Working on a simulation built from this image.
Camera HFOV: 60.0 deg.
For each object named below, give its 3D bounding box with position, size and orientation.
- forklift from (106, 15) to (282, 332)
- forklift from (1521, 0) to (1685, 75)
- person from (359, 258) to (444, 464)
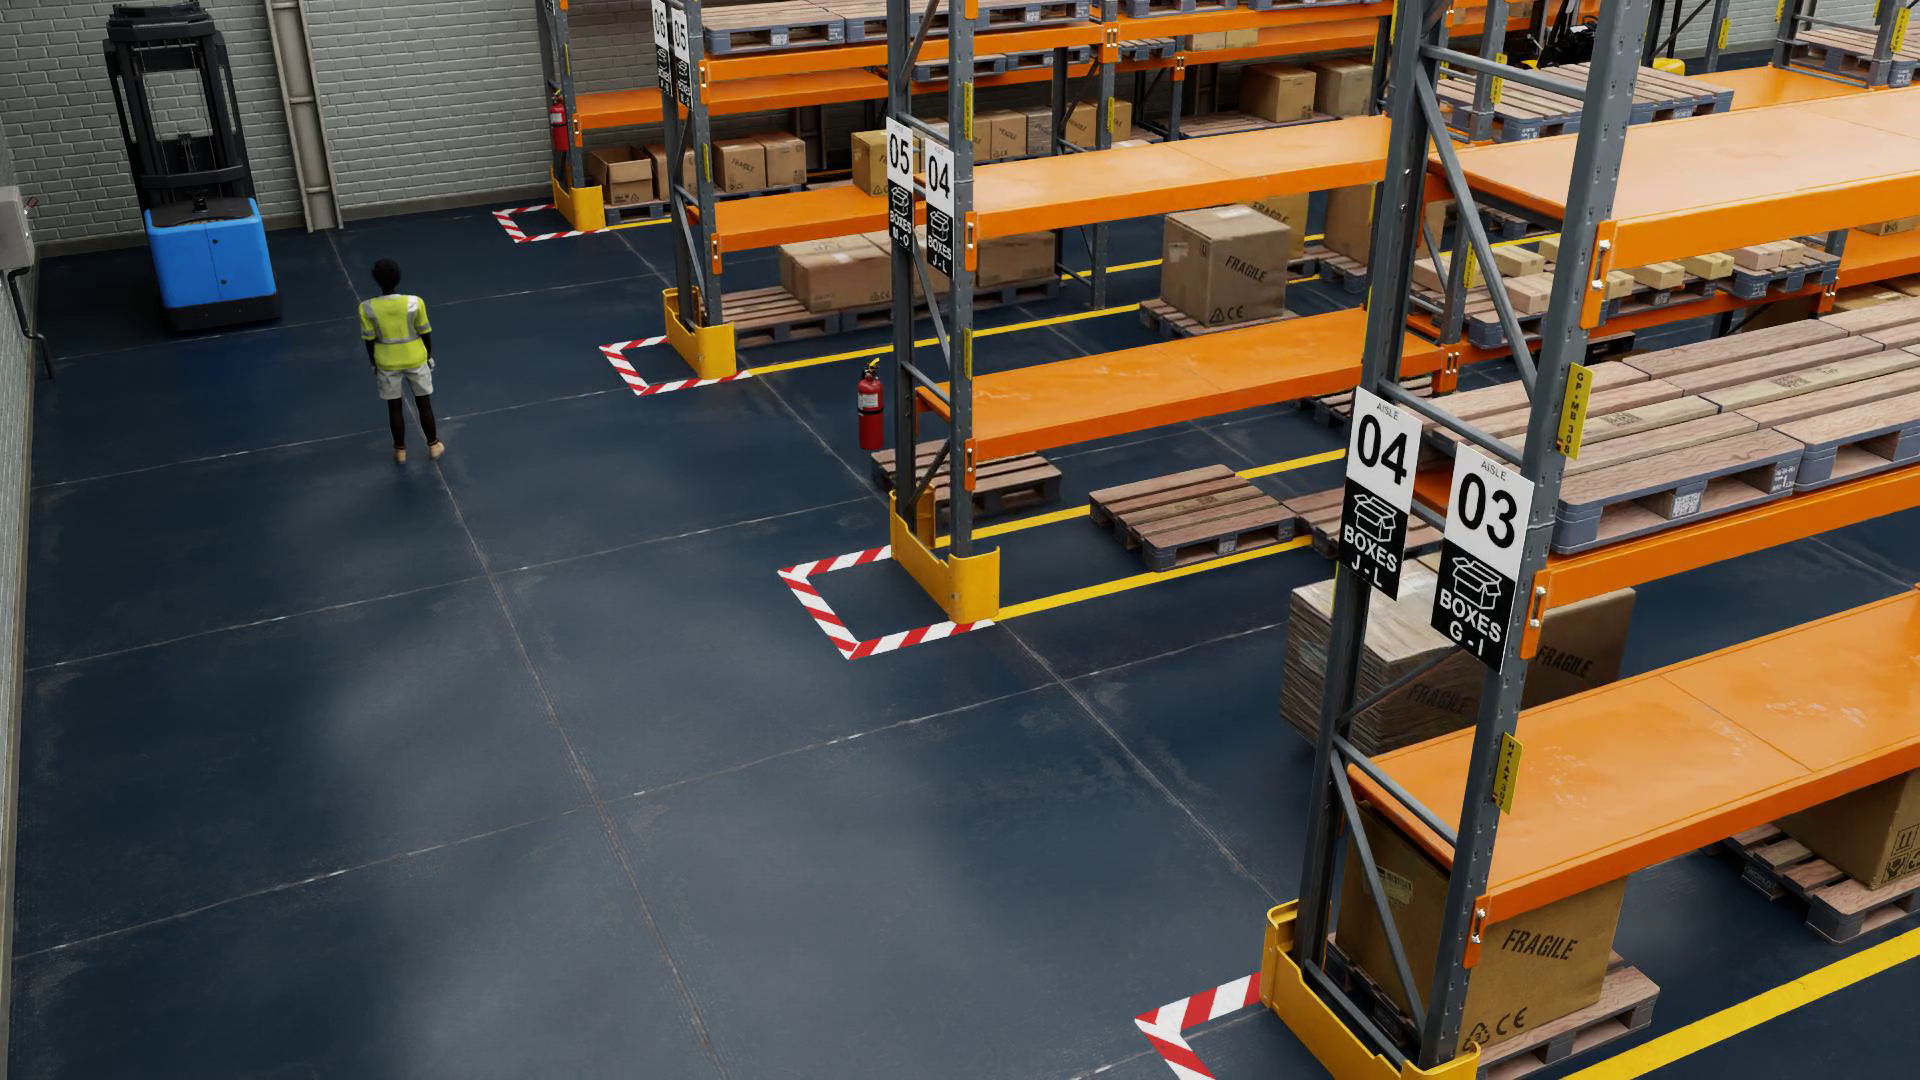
[{"bbox_3d":[-7.548,-3.672,16.323,1.129,2.768,1.873,-12,30,-22],"label":"forklift"},{"bbox_3d":[8.950,-6.807,23.056,1.214,2.155,2.313,-12,30,-22],"label":"forklift"},{"bbox_3d":[-4.454,-1.422,13.269,0.536,1.700,0.318,-8,29,-14],"label":"person"}]
